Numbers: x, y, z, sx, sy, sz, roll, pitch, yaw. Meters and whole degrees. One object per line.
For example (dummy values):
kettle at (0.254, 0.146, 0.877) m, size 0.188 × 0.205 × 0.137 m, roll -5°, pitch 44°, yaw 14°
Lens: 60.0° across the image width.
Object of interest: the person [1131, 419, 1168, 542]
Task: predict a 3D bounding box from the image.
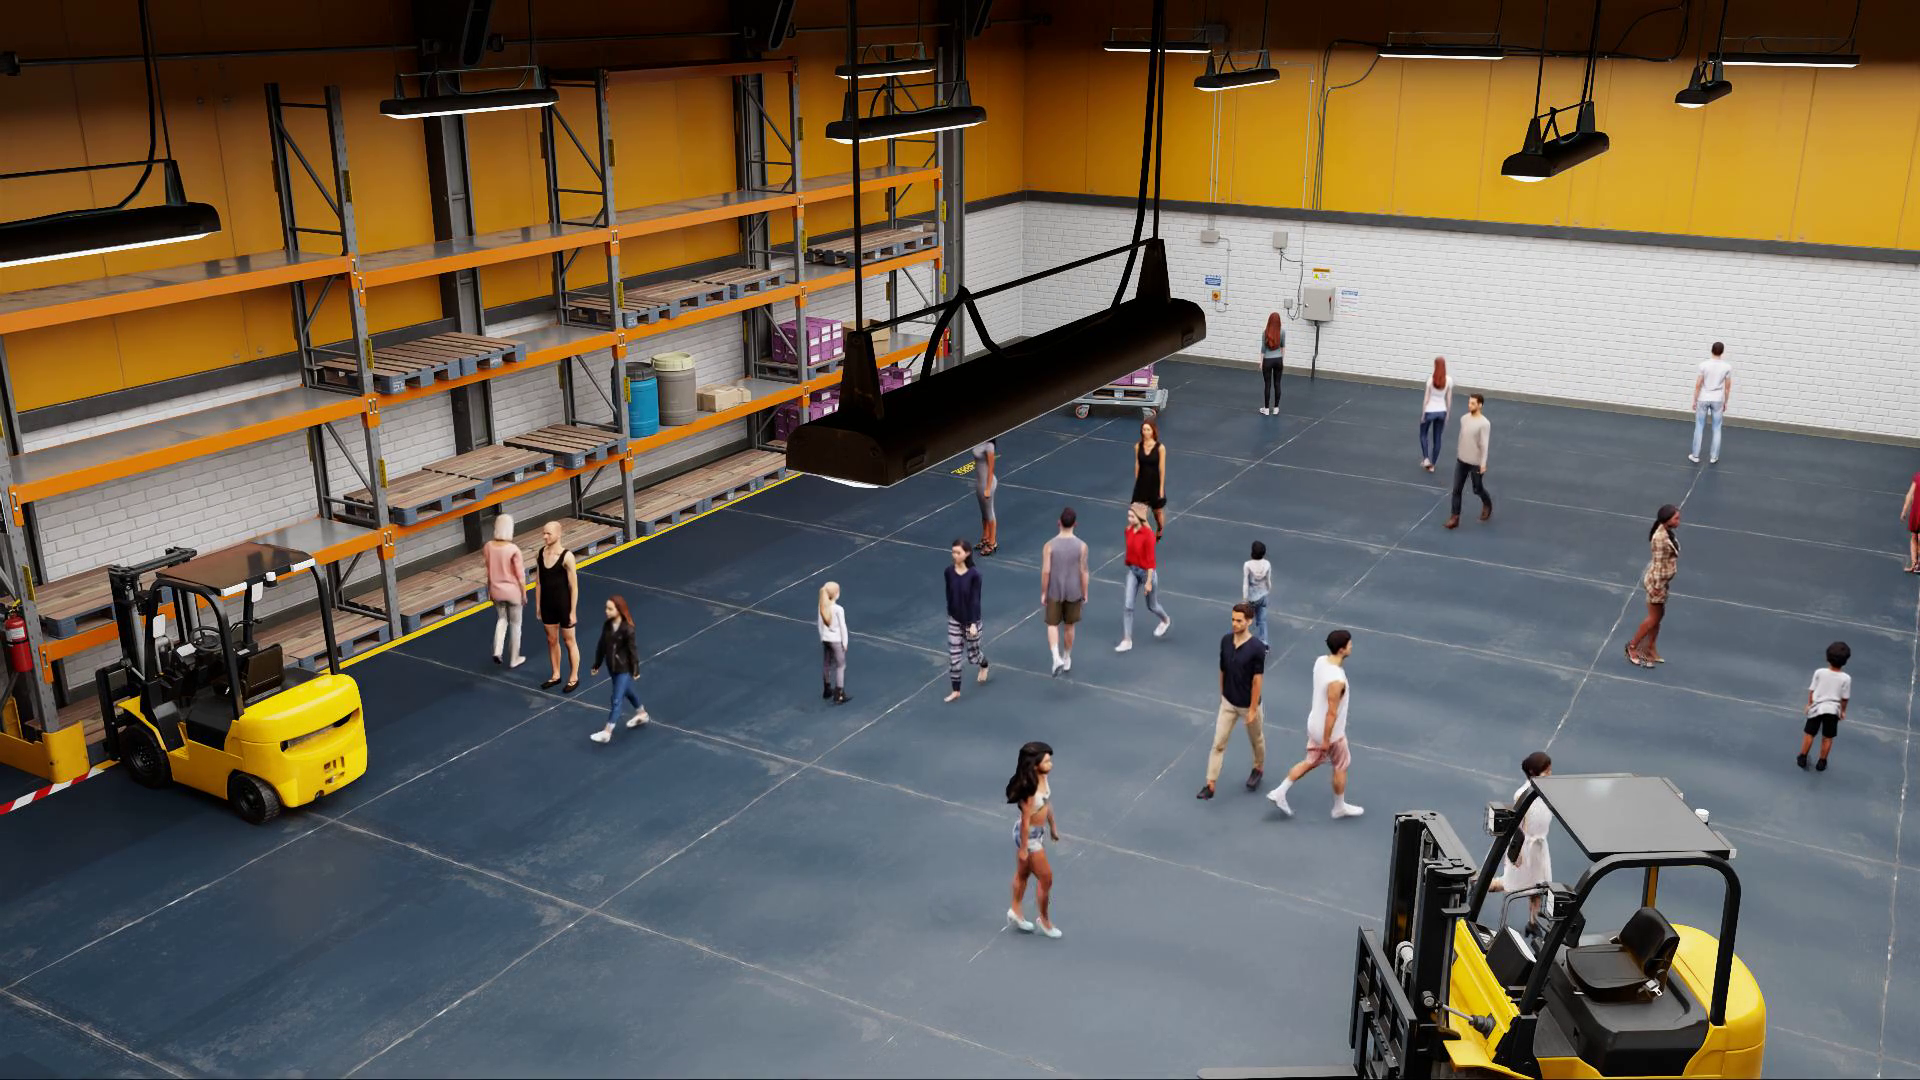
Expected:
person at (2.439, -0.637, 21.027) m, size 0.670 × 1.801 × 1.144 m, roll 8°, pitch 20°, yaw 21°

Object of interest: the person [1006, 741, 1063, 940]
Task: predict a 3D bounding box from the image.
person at (0.469, 2.276, 12.683) m, size 0.726 × 1.607 × 0.703 m, roll 6°, pitch 19°, yaw 16°

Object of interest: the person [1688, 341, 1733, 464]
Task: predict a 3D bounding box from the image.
person at (11.416, -2.099, 25.292) m, size 0.699 × 1.850 × 0.639 m, roll 5°, pitch 19°, yaw 14°

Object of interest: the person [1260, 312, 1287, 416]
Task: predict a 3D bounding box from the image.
person at (5.283, -2.985, 28.092) m, size 0.670 × 1.743 × 0.705 m, roll -1°, pitch 19°, yaw -4°

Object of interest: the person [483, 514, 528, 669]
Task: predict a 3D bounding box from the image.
person at (-4.834, 0.577, 17.562) m, size 0.696 × 1.713 × 0.771 m, roll 5°, pitch 19°, yaw 15°

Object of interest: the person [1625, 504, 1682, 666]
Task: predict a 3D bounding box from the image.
person at (7.426, 0.472, 17.746) m, size 0.660 × 1.794 × 0.569 m, roll 12°, pitch 22°, yaw 31°

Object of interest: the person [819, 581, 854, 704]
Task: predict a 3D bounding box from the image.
person at (-1.300, 1.024, 16.908) m, size 0.506 × 1.283 × 0.518 m, roll 13°, pitch 22°, yaw 33°

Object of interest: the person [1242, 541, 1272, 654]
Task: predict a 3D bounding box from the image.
person at (3.242, 0.640, 18.115) m, size 0.830 × 1.240 × 0.929 m, roll -3°, pitch 19°, yaw -10°

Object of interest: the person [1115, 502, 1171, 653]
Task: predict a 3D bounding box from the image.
person at (2.033, 0.392, 18.174) m, size 1.134 × 1.672 × 0.814 m, roll -15°, pitch 24°, yaw -38°

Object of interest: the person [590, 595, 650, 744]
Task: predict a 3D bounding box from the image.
person at (-3.234, 1.215, 16.097) m, size 0.705 × 1.439 × 1.023 m, roll 16°, pitch 24°, yaw 39°

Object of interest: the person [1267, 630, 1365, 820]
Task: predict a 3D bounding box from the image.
person at (3.087, 1.619, 14.392) m, size 1.116 × 1.761 × 1.099 m, roll -3°, pitch 19°, yaw -10°

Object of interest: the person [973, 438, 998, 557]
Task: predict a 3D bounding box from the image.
person at (0.341, -0.687, 21.210) m, size 0.719 × 1.781 × 0.652 m, roll -4°, pitch 19°, yaw -12°

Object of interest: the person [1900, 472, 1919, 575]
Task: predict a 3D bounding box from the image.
person at (11.972, -0.358, 20.602) m, size 0.746 × 1.543 × 0.690 m, roll -13°, pitch 23°, yaw -34°

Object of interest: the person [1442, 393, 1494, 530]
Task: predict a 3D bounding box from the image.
person at (6.877, -1.052, 22.196) m, size 1.251 × 1.842 × 0.982 m, roll -13°, pitch 22°, yaw -33°

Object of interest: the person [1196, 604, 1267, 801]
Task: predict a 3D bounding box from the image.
person at (2.571, 1.437, 14.868) m, size 0.704 × 1.803 × 1.197 m, roll 13°, pitch 22°, yaw 33°

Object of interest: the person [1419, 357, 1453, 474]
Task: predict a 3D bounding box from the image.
person at (7.082, -1.838, 24.709) m, size 0.705 × 1.728 × 0.735 m, roll -1°, pitch 19°, yaw -2°

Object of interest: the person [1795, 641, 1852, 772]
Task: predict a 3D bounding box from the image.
person at (8.031, 1.541, 15.413) m, size 0.511 × 1.258 × 0.520 m, roll 8°, pitch 20°, yaw 22°

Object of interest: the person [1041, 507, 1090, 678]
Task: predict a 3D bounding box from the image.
person at (1.099, 0.564, 17.227) m, size 0.921 × 1.830 × 1.101 m, roll -1°, pitch 19°, yaw -2°

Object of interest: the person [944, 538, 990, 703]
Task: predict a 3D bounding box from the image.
person at (0.099, 0.782, 16.957) m, size 0.580 × 1.711 × 0.922 m, roll 11°, pitch 21°, yaw 29°

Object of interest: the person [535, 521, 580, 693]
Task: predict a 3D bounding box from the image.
person at (-4.133, 0.671, 17.121) m, size 0.665 × 1.815 × 0.533 m, roll 8°, pitch 20°, yaw 23°

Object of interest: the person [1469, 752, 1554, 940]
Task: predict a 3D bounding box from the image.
person at (4.252, 2.321, 12.663) m, size 0.933 × 1.535 × 0.816 m, roll -16°, pitch 24°, yaw -38°
